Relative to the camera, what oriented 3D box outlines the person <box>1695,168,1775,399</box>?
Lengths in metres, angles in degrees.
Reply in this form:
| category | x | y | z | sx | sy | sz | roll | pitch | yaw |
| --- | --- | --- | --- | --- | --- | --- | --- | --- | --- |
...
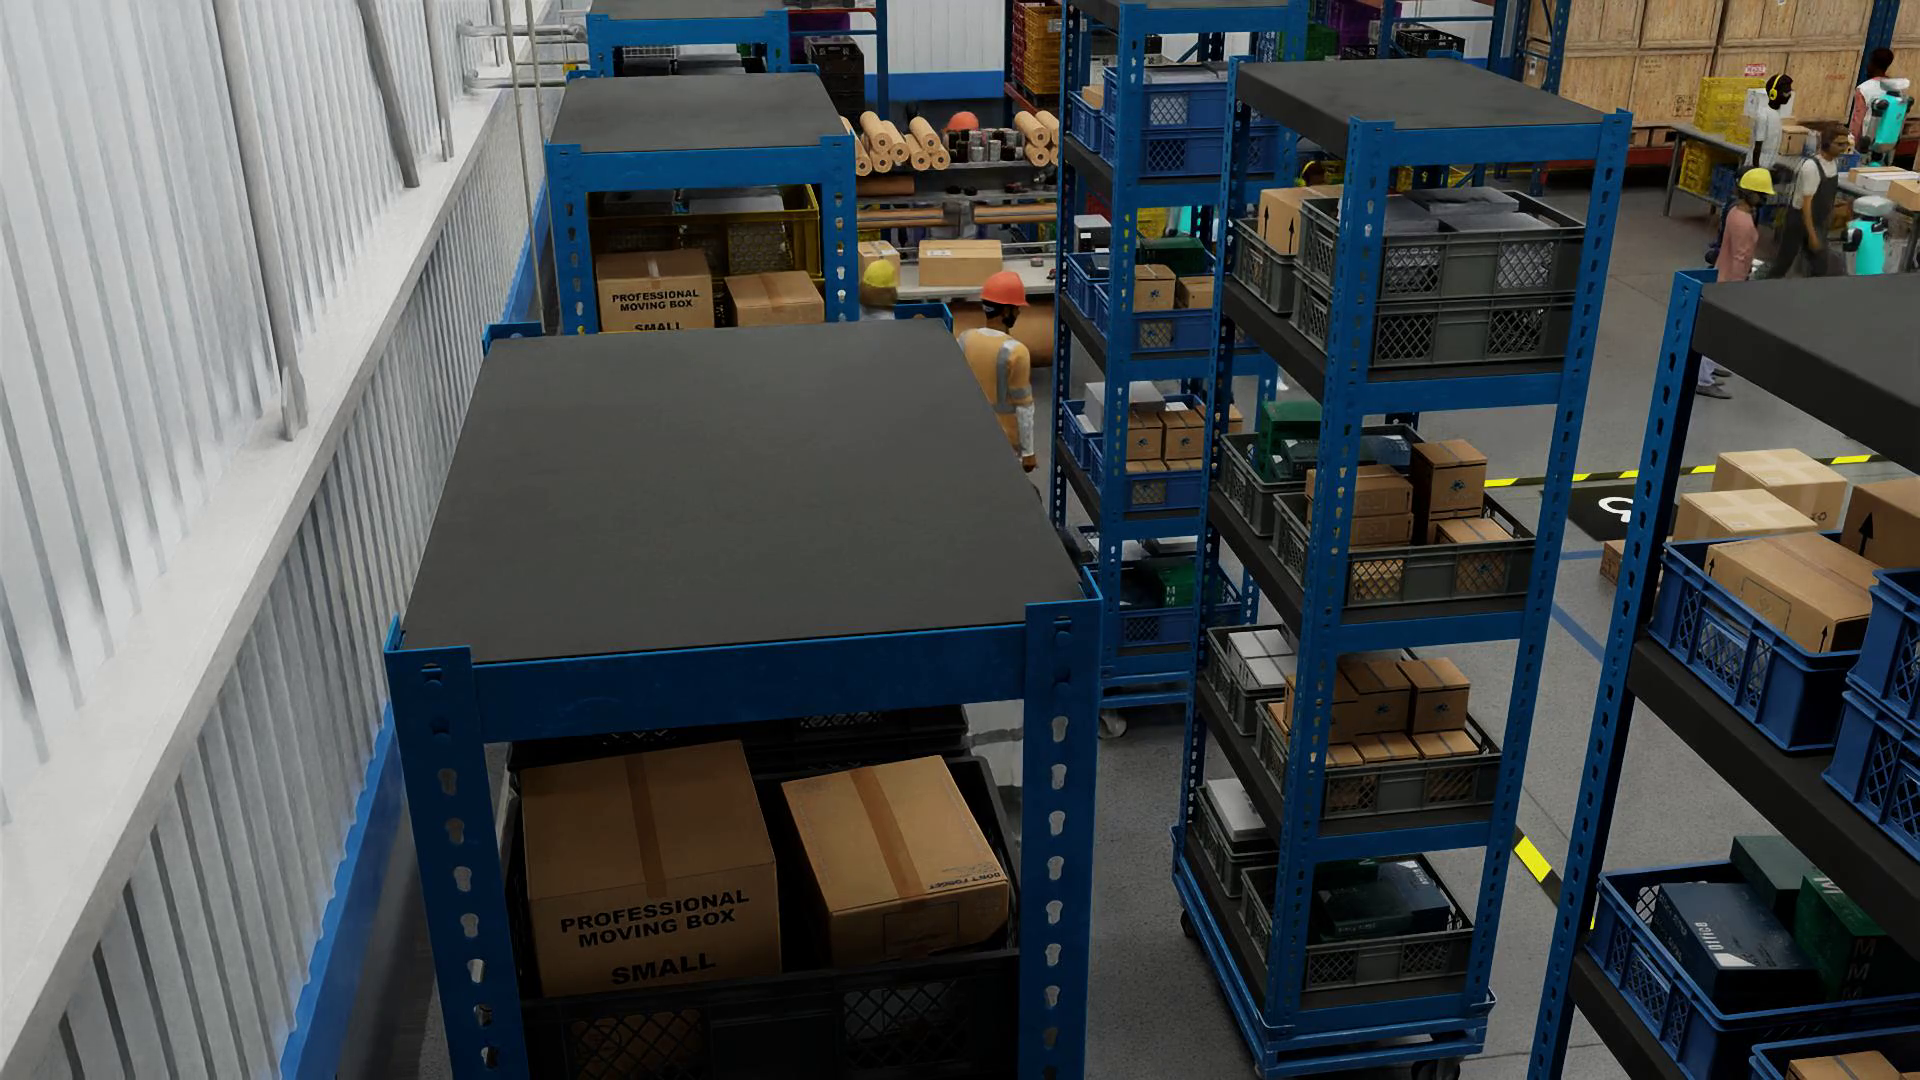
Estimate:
| category | x | y | z | sx | sy | sz | roll | pitch | yaw |
| --- | --- | --- | --- | --- | --- | --- | --- | --- | --- |
| person | 5.955 | -1.983 | 12.818 | 0.325 | 1.765 | 0.526 | 7 | 26 | 15 |

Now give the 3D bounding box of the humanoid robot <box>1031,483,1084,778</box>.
| category | x | y | z | sx | sy | sz | roll | pitch | yaw |
| --- | --- | --- | --- | --- | --- | --- | --- | --- | --- |
| humanoid robot | 0.318 | 0.471 | 7.616 | 0.611 | 1.629 | 0.681 | -2 | 25 | -5 |

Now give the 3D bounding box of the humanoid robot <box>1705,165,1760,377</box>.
| category | x | y | z | sx | sy | sz | roll | pitch | yaw |
| --- | --- | --- | --- | --- | --- | --- | --- | --- | --- |
| humanoid robot | 6.142 | -2.163 | 13.298 | 0.315 | 1.657 | 0.599 | 1 | 25 | 2 |

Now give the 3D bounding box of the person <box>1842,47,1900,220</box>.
| category | x | y | z | sx | sy | sz | roll | pitch | yaw |
| --- | --- | --- | --- | --- | --- | --- | --- | --- | --- |
| person | 9.418 | -4.136 | 17.315 | 0.591 | 1.919 | 0.393 | -13 | 28 | -25 |

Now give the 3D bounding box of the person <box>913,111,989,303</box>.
| category | x | y | z | sx | sy | sz | roll | pitch | yaw |
| --- | --- | --- | --- | --- | --- | --- | --- | --- | --- |
| person | -0.068 | -2.505 | 13.649 | 0.659 | 2.020 | 0.532 | -10 | 26 | -20 |

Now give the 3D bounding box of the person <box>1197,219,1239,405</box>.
| category | x | y | z | sx | sy | sz | roll | pitch | yaw |
| --- | --- | --- | --- | --- | --- | --- | --- | --- | --- |
| person | 1.694 | -1.238 | 11.095 | 0.395 | 1.853 | 0.588 | -3 | 25 | -7 |

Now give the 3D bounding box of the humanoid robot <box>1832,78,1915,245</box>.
| category | x | y | z | sx | sy | sz | roll | pitch | yaw |
| --- | --- | --- | --- | --- | --- | --- | --- | --- | --- |
| humanoid robot | 8.993 | -3.728 | 16.707 | 0.538 | 1.848 | 0.712 | -13 | 28 | -26 |

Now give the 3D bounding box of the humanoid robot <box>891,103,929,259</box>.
| category | x | y | z | sx | sy | sz | roll | pitch | yaw |
| --- | --- | --- | --- | --- | --- | --- | --- | --- | --- |
| humanoid robot | -0.473 | -3.399 | 16.060 | 0.583 | 1.623 | 0.794 | -2 | 25 | -5 |

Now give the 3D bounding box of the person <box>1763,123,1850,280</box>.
| category | x | y | z | sx | sy | sz | roll | pitch | yaw |
| --- | --- | --- | --- | --- | --- | --- | --- | --- | --- |
| person | 7.308 | -2.635 | 14.193 | 0.521 | 1.797 | 0.924 | -14 | 28 | -28 |

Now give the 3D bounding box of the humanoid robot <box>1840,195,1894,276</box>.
| category | x | y | z | sx | sy | sz | roll | pitch | yaw |
| --- | --- | --- | --- | --- | --- | --- | --- | --- | --- |
| humanoid robot | 6.589 | -1.517 | 11.857 | 0.547 | 1.782 | 0.793 | -19 | 31 | -36 |

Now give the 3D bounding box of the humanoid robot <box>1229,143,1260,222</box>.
| category | x | y | z | sx | sy | sz | roll | pitch | yaw |
| --- | --- | --- | --- | --- | --- | --- | --- | --- | --- |
| humanoid robot | 2.605 | -2.637 | 14.397 | 0.597 | 1.629 | 0.764 | 11 | 27 | 22 |

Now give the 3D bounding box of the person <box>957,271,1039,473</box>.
| category | x | y | z | sx | sy | sz | roll | pitch | yaw |
| --- | --- | --- | --- | --- | --- | --- | --- | --- | --- |
| person | 0.228 | -0.602 | 9.623 | 0.542 | 1.927 | 0.371 | 22 | 32 | 39 |

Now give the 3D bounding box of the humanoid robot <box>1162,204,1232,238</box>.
| category | x | y | z | sx | sy | sz | roll | pitch | yaw |
| --- | --- | --- | --- | --- | --- | --- | --- | --- | --- |
| humanoid robot | 1.721 | -2.034 | 12.948 | 0.544 | 1.743 | 0.922 | 16 | 29 | 31 |

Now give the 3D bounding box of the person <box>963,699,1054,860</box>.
| category | x | y | z | sx | sy | sz | roll | pitch | yaw |
| --- | --- | --- | --- | --- | --- | --- | --- | --- | --- |
| person | 0.093 | 0.907 | 6.438 | 0.564 | 1.847 | 0.388 | -6 | 25 | -14 |

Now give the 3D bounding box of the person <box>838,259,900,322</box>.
| category | x | y | z | sx | sy | sz | roll | pitch | yaw |
| --- | --- | --- | --- | --- | --- | --- | --- | --- | --- |
| person | -0.535 | -0.953 | 10.613 | 0.515 | 1.726 | 0.381 | 12 | 27 | 24 |

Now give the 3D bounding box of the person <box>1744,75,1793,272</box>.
| category | x | y | z | sx | sy | sz | roll | pitch | yaw |
| --- | --- | --- | --- | --- | --- | --- | --- | --- | --- |
| person | 7.770 | -3.553 | 16.106 | 0.329 | 1.872 | 0.509 | 17 | 30 | 33 |

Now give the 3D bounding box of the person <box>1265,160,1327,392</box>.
| category | x | y | z | sx | sy | sz | roll | pitch | yaw |
| --- | --- | --- | --- | --- | --- | --- | --- | --- | --- |
| person | 2.642 | -1.965 | 12.704 | 0.515 | 1.841 | 0.747 | -15 | 29 | -29 |
